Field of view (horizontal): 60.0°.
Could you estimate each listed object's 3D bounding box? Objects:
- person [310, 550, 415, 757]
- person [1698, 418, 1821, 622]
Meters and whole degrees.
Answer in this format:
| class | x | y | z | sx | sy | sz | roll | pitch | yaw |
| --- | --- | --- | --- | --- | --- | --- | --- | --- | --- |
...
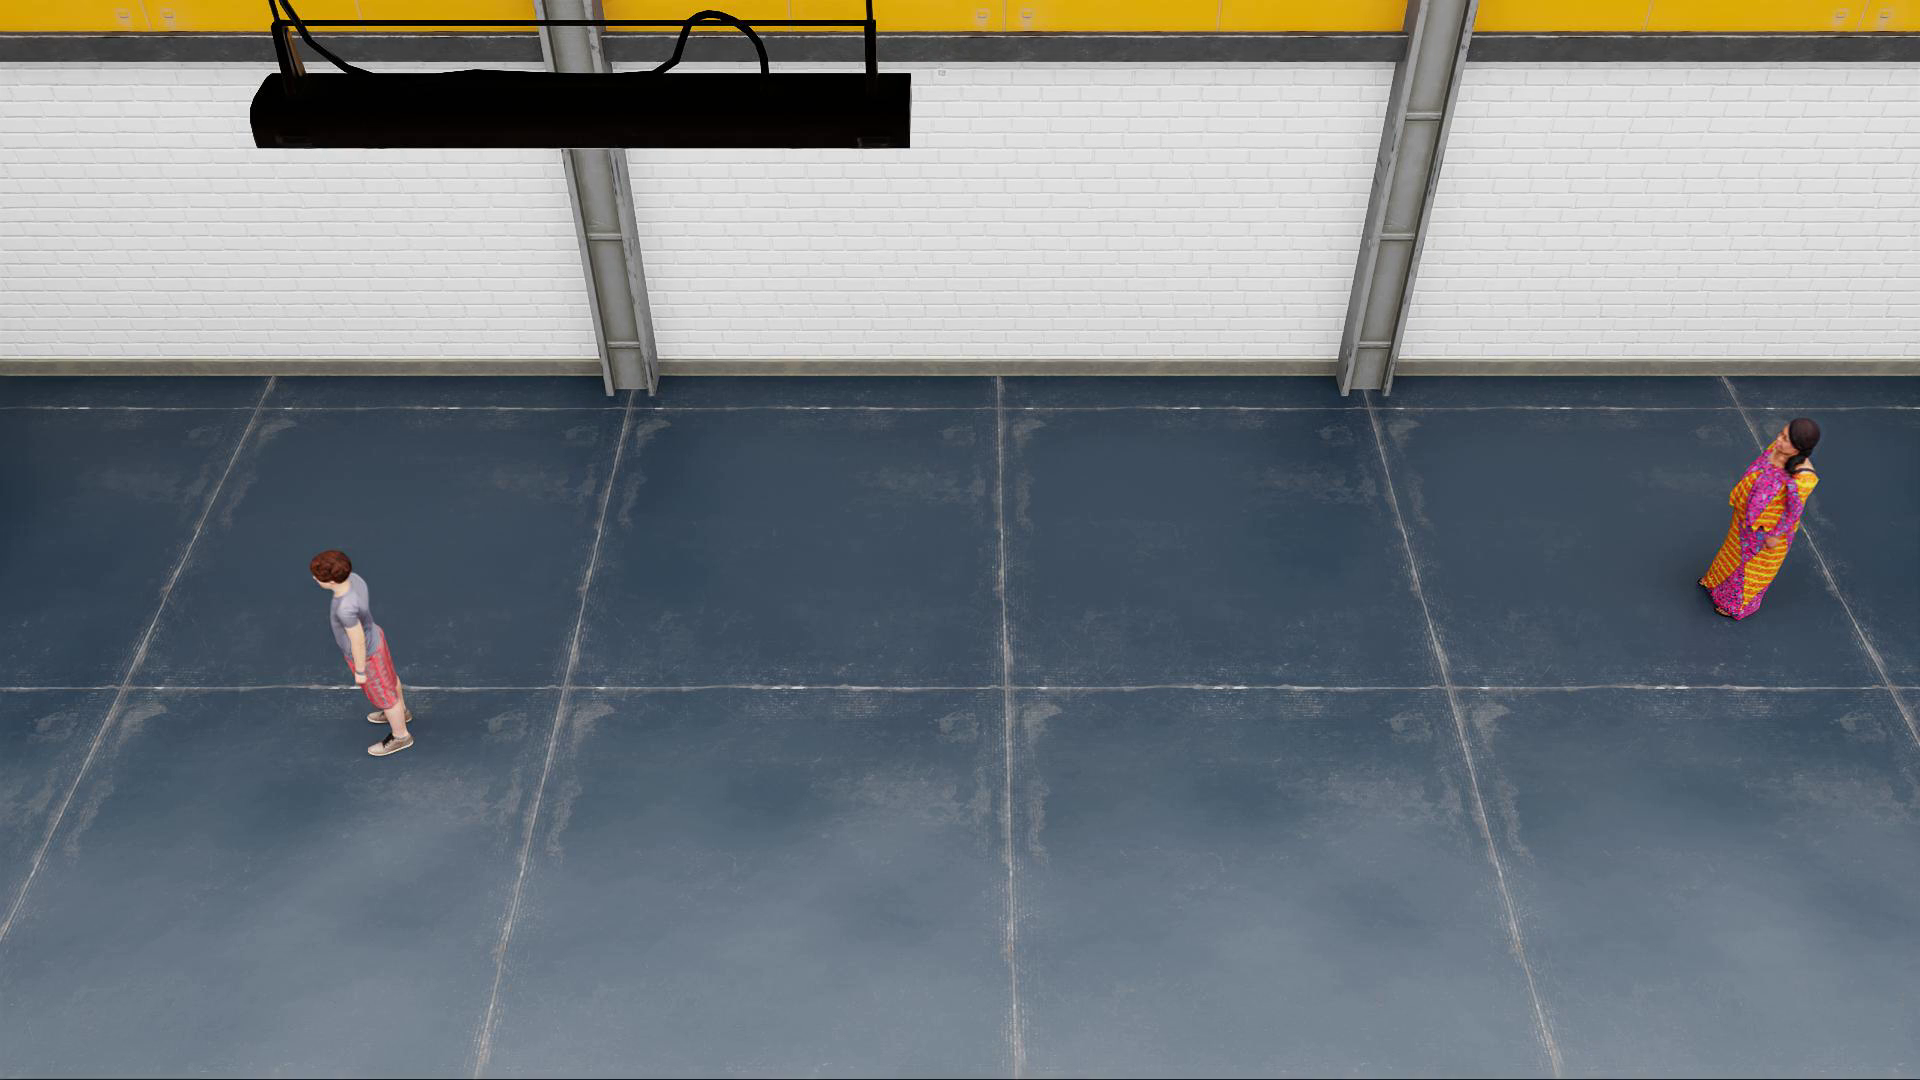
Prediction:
| class | x | y | z | sx | sy | sz | roll | pitch | yaw |
| --- | --- | --- | --- | --- | --- | --- | --- | --- | --- |
| person | -3.721 | 0.682 | 10.424 | 0.597 | 1.651 | 0.627 | -9 | 44 | -10 |
| person | 5.470 | -0.178 | 11.304 | 0.661 | 1.681 | 0.656 | -3 | 44 | -4 |
